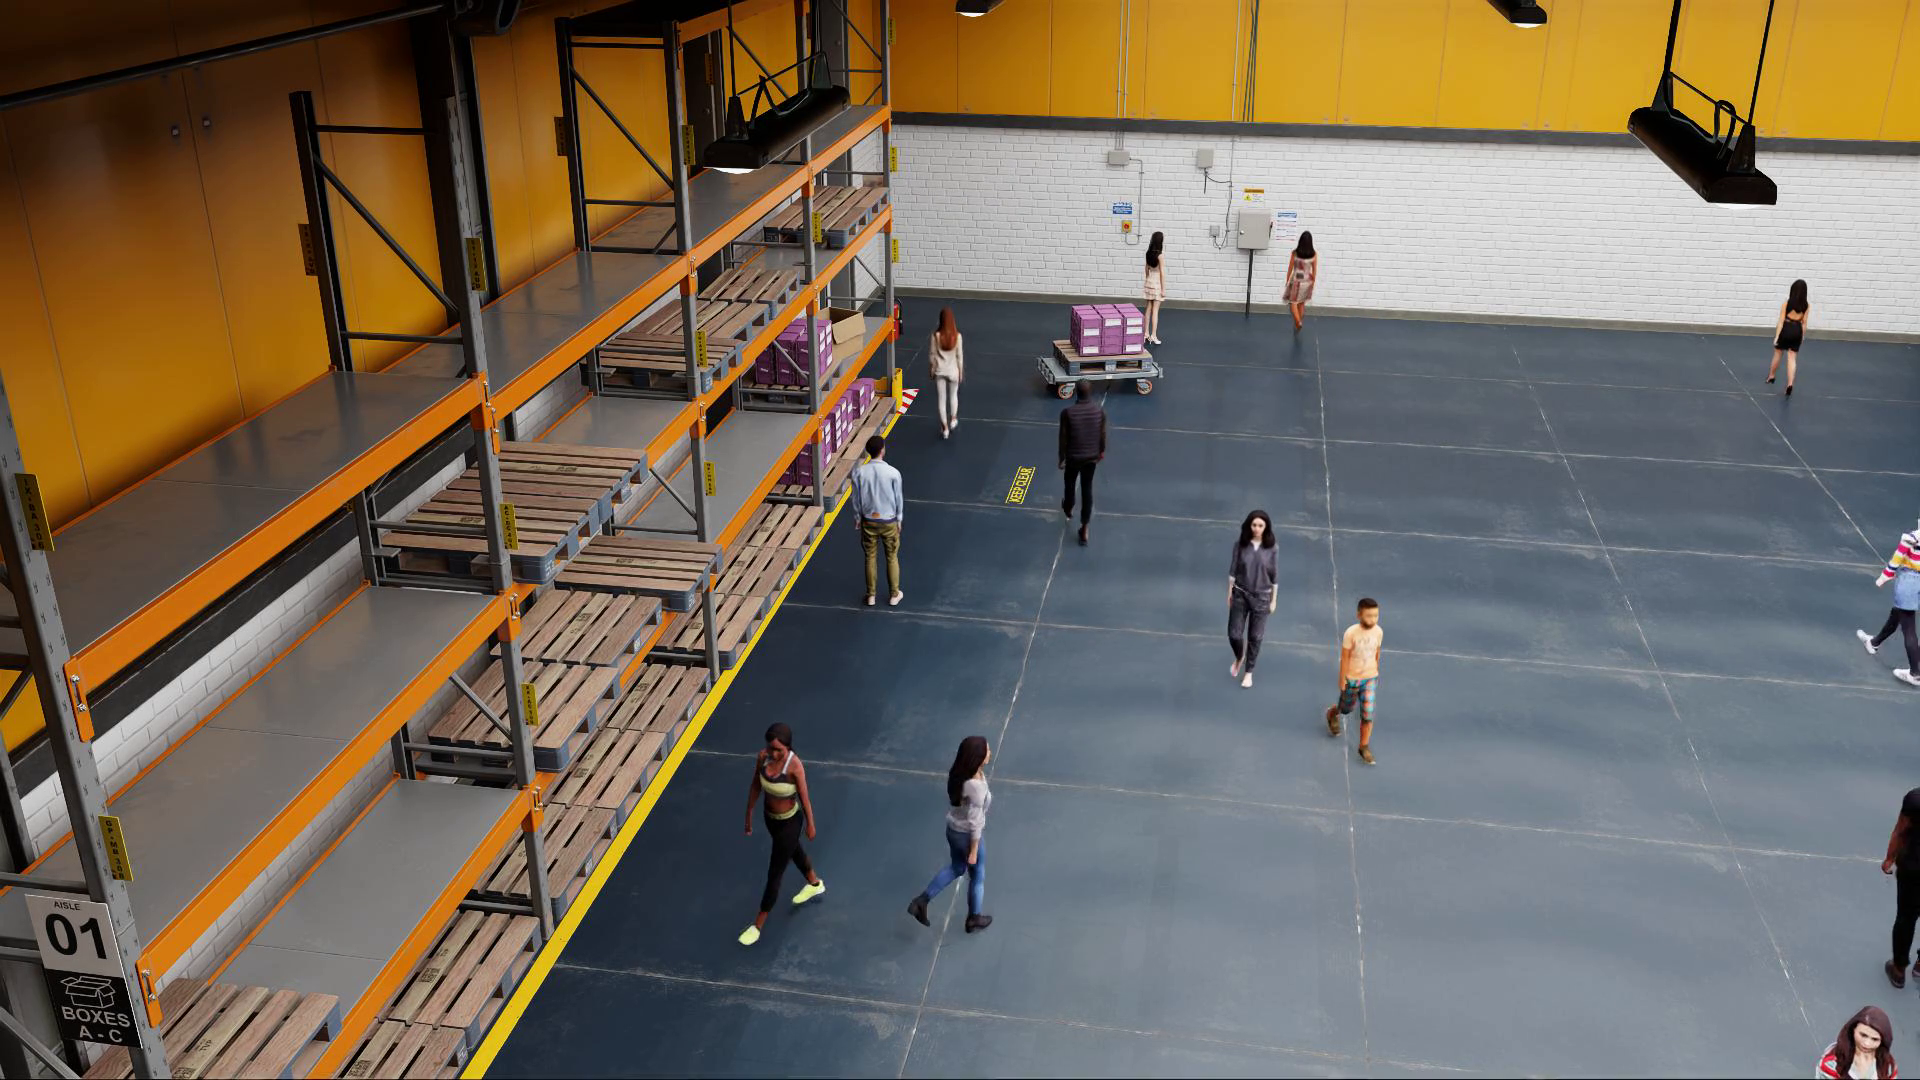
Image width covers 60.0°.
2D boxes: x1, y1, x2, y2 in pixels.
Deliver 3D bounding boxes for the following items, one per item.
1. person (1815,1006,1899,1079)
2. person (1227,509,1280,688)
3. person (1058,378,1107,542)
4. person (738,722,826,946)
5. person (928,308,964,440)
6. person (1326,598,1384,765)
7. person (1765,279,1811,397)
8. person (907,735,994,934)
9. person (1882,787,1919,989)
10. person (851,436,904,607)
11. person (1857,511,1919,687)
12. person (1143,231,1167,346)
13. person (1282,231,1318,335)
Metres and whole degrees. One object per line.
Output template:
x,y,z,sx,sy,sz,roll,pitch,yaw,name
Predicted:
4.915,3.264,9.291,0.597,1.612,0.523,2,24,5,person
2.716,0.497,15.443,0.625,1.754,0.618,6,24,14,person
1.368,-0.860,18.516,0.969,1.780,1.266,-3,24,-7,person
-1.212,2.027,12.024,0.997,1.690,1.254,19,30,36,person
-0.182,-2.130,21.538,0.723,1.686,0.919,-2,24,-5,person
3.400,1.161,14.321,0.762,1.437,1.016,-5,24,-12,person
11.556,-2.768,23.092,0.575,1.611,0.986,5,24,10,person
-0.037,2.134,11.878,0.953,1.610,0.933,-9,25,-20,person
6.576,2.288,11.278,0.694,1.809,0.683,7,25,15,person
-0.824,-0.192,16.952,0.681,1.809,0.568,2,24,5,person
8.892,0.506,15.411,0.982,1.764,1.189,-8,25,-17,person
2.961,-3.854,25.417,0.723,1.739,0.658,-15,28,-30,person
5.289,-3.956,25.783,0.771,1.632,0.962,-1,24,-2,person
